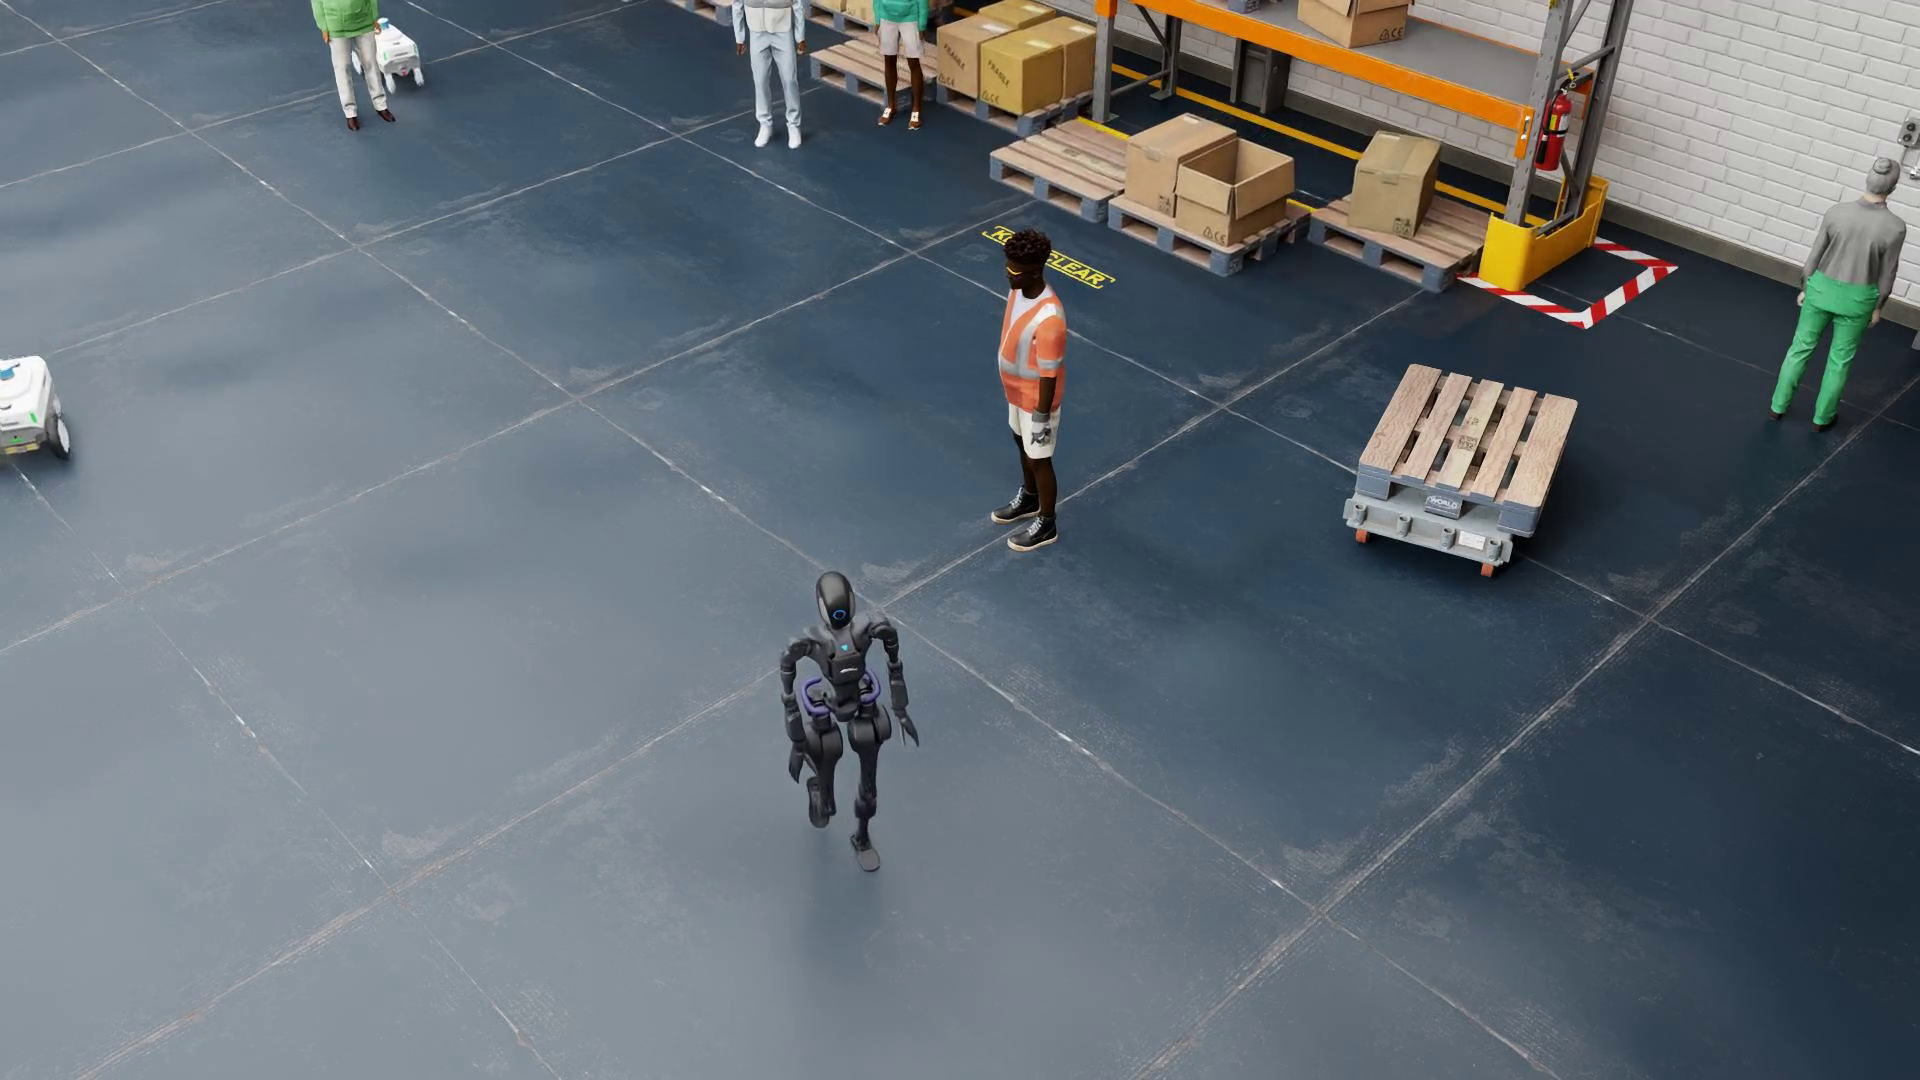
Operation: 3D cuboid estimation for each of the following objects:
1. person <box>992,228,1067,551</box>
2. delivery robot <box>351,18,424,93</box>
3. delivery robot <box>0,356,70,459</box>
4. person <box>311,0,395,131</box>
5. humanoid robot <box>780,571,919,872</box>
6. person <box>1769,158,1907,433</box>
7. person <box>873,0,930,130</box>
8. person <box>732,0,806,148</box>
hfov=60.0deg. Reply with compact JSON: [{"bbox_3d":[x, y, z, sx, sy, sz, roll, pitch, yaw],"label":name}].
[{"bbox_3d":[0.393,-0.830,9.238,0.373,1.958,0.596,-9,38,-11],"label":"person"},{"bbox_3d":[-5.236,-4.464,15.221,0.499,0.612,0.810,-24,43,-29],"label":"delivery robot"},{"bbox_3d":[-5.877,-0.808,10.376,0.499,0.608,0.793,-12,39,-15],"label":"delivery robot"},{"bbox_3d":[-5.181,-4.391,14.091,0.534,1.784,0.383,-22,42,-26],"label":"person"},{"bbox_3d":[-0.505,0.758,7.368,0.603,1.647,0.462,-13,39,-16],"label":"humanoid robot"},{"bbox_3d":[5.433,-1.511,10.235,0.506,1.836,0.341,25,43,29],"label":"person"},{"bbox_3d":[-0.492,-4.417,14.077,0.496,1.843,0.404,11,38,14],"label":"person"},{"bbox_3d":[-1.569,-4.191,13.726,0.597,1.909,0.399,1,37,2],"label":"person"}]
